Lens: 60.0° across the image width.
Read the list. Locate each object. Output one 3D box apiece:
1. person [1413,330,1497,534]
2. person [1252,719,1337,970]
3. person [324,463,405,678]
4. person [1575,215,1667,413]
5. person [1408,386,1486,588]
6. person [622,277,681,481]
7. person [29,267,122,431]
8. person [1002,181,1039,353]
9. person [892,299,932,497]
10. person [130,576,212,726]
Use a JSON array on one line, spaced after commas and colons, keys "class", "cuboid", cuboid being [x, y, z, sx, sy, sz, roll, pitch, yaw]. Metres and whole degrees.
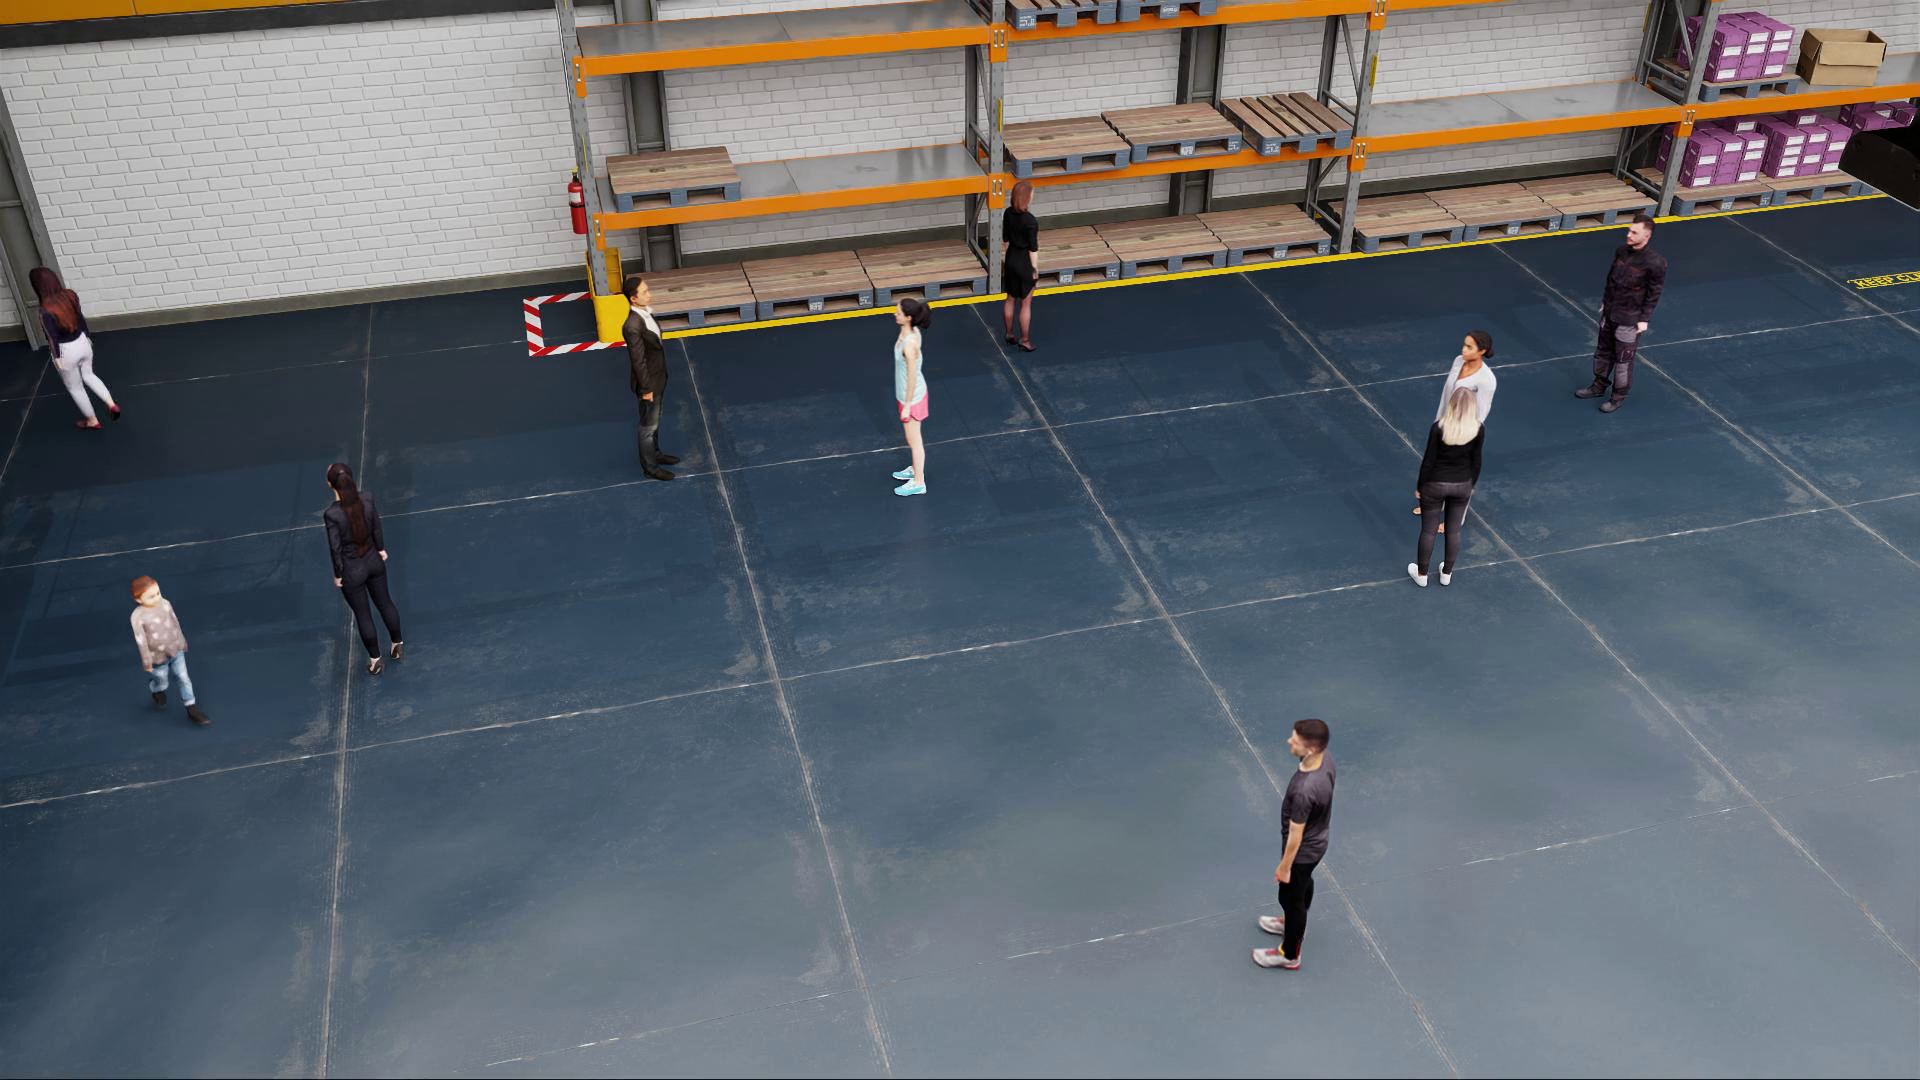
[{"class": "person", "cuboid": [4.007, -0.895, 13.303, 0.599, 1.736, 0.666, -15, 36, -21]}, {"class": "person", "cuboid": [1.929, 1.699, 9.377, 0.740, 1.762, 0.724, 10, 35, 15]}, {"class": "person", "cuboid": [-4.205, 0.197, 11.682, 0.703, 1.712, 0.626, 21, 39, 28]}, {"class": "person", "cuboid": [5.984, -2.056, 14.944, 0.662, 1.854, 0.759, -15, 36, -21]}, {"class": "person", "cuboid": [3.684, -0.397, 12.599, 0.558, 1.686, 0.730, 0, 34, 0]}, {"class": "person", "cuboid": [-2.628, -1.370, 13.956, 0.641, 1.805, 0.727, 0, 34, 0]}, {"class": "person", "cuboid": [-7.723, -1.640, 14.555, 0.869, 1.592, 0.798, 9, 35, 14]}, {"class": "person", "cuboid": [0.576, -2.619, 15.925, 0.647, 1.705, 0.657, -25, 41, -33]}, {"class": "person", "cuboid": [-0.410, -1.185, 13.714, 0.649, 1.765, 0.639, -1, 34, -1]}, {"class": "person", "cuboid": [-5.460, 0.746, 11.334, 0.804, 1.183, 0.772, 20, 39, 28]}]
